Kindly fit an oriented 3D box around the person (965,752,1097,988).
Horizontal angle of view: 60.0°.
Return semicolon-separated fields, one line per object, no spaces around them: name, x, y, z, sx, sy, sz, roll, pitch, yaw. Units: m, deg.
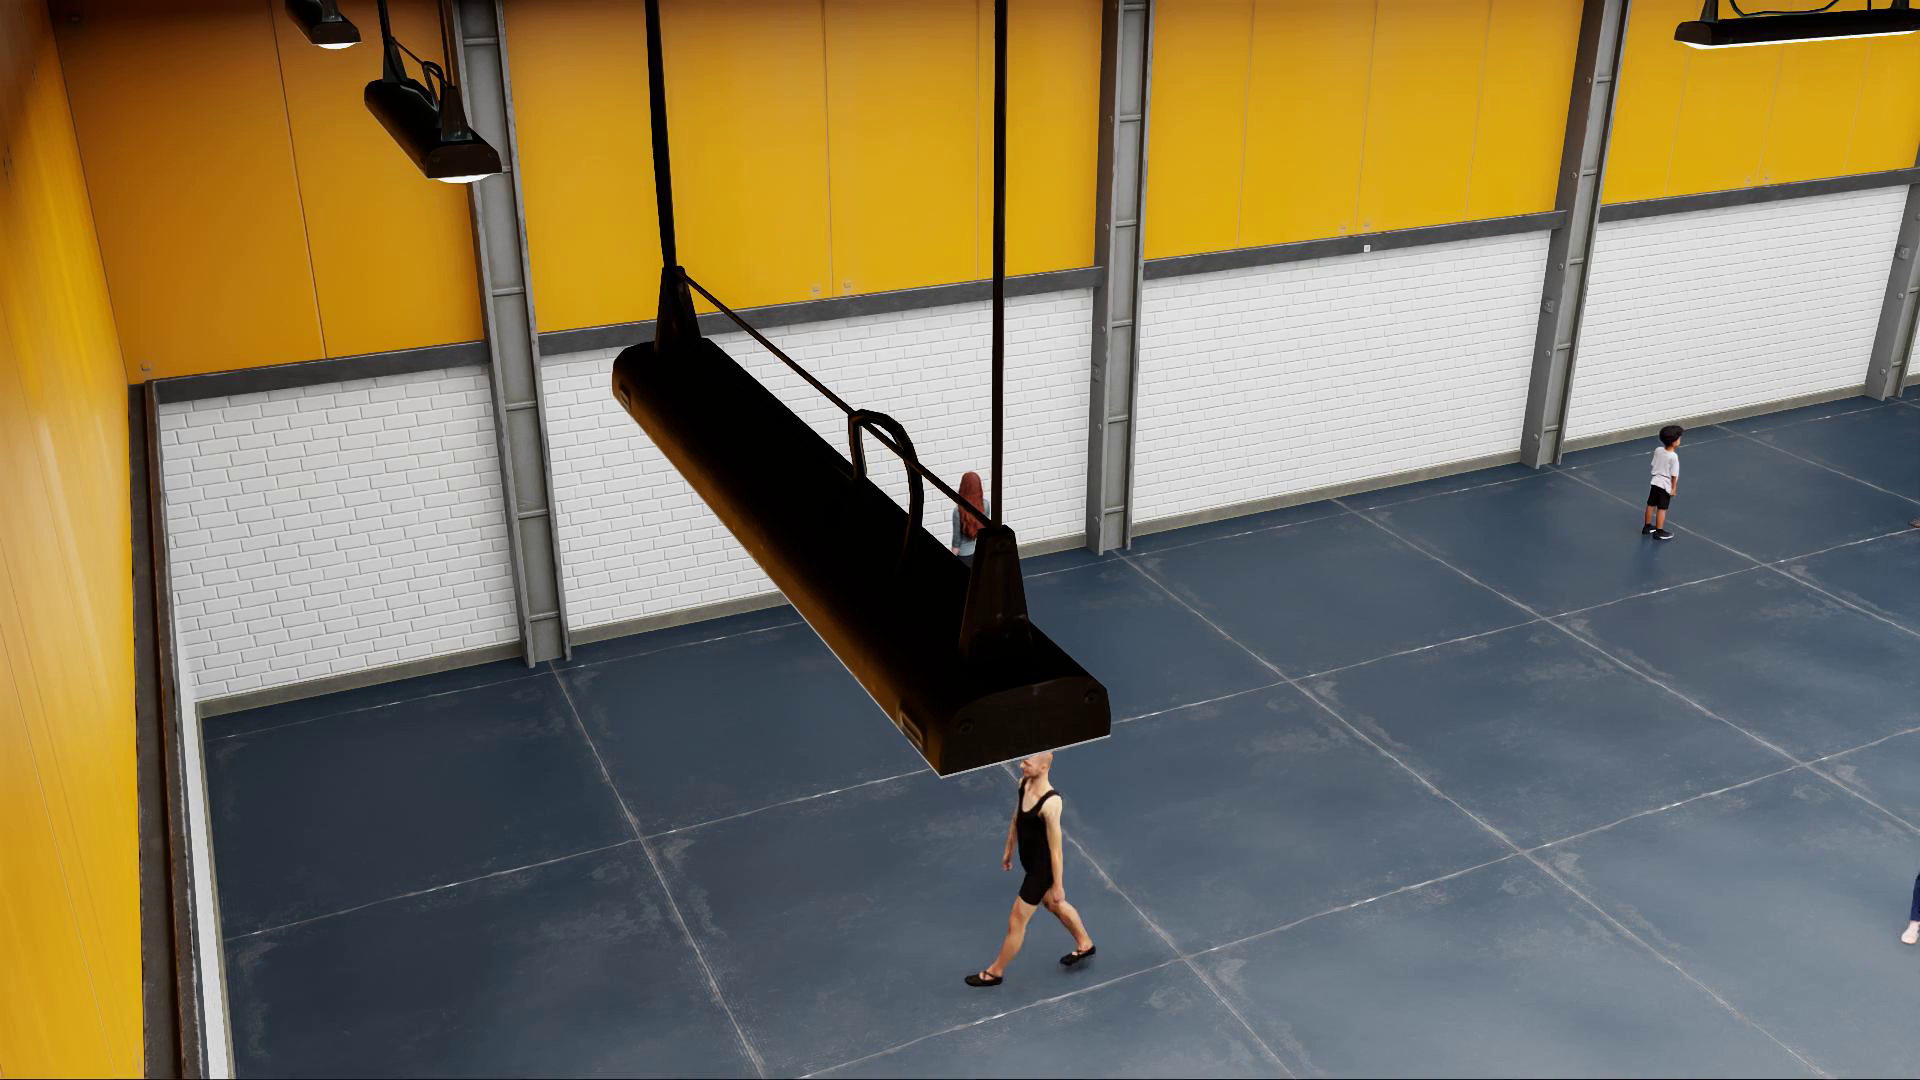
person;0.602;2.129;10.921;1.204;1.765;0.760;-8;25;-17

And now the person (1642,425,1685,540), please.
person;7.554;-0.634;17.873;0.484;1.259;0.496;-9;25;-20

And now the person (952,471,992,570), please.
person;0.107;0.186;15.391;0.519;1.743;0.661;-15;28;-30
